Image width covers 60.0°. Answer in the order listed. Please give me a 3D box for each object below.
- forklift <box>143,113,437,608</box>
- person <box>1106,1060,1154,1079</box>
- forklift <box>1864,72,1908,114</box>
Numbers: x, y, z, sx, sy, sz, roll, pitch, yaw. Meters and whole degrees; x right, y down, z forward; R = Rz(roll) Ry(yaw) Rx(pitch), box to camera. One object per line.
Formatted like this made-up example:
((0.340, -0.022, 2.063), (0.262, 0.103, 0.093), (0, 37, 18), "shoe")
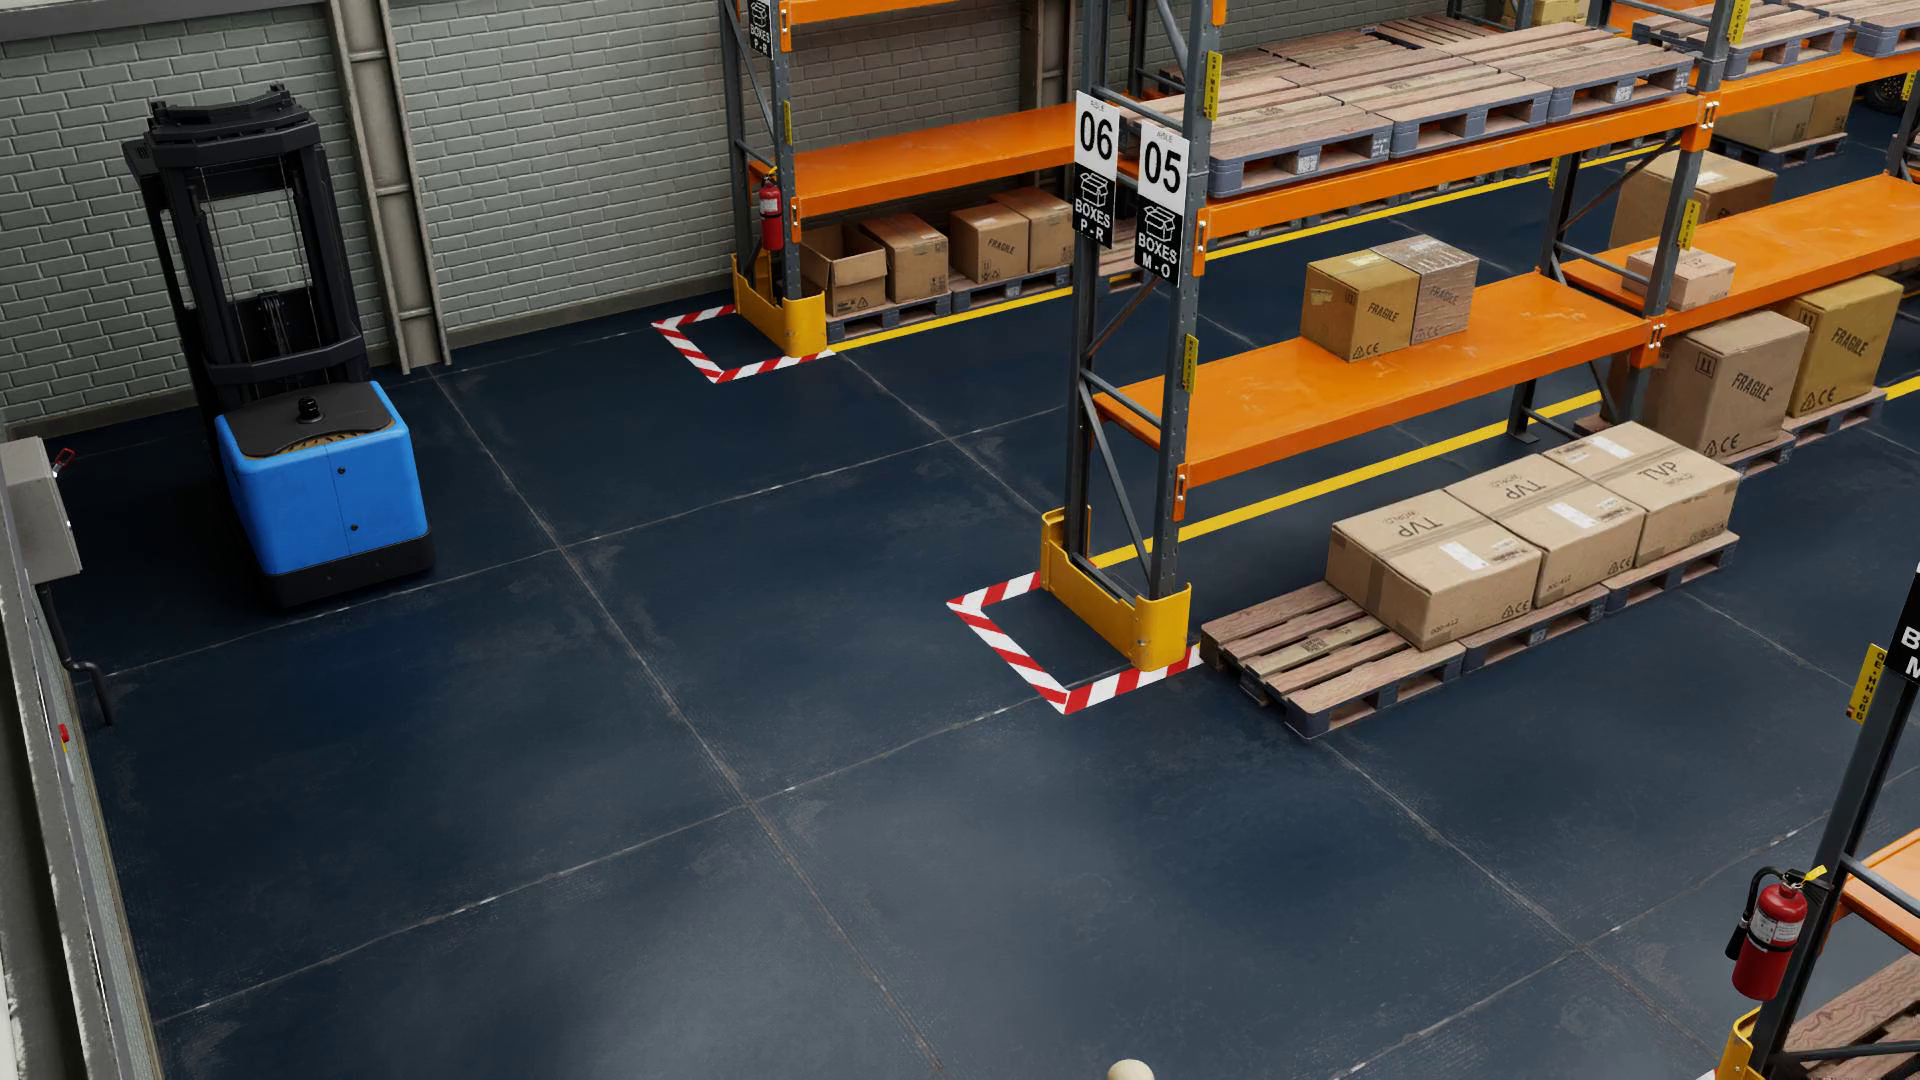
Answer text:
((-4.289, -1.259, 10.509), (1.129, 2.768, 1.873), (-17, 36, -26), "forklift")
((0.518, 2.397, 5.611), (0.589, 1.800, 0.395), (-2, 32, -3), "person")
((11.468, -5.645, 18.244), (1.214, 2.155, 2.313), (-17, 36, -26), "forklift")
